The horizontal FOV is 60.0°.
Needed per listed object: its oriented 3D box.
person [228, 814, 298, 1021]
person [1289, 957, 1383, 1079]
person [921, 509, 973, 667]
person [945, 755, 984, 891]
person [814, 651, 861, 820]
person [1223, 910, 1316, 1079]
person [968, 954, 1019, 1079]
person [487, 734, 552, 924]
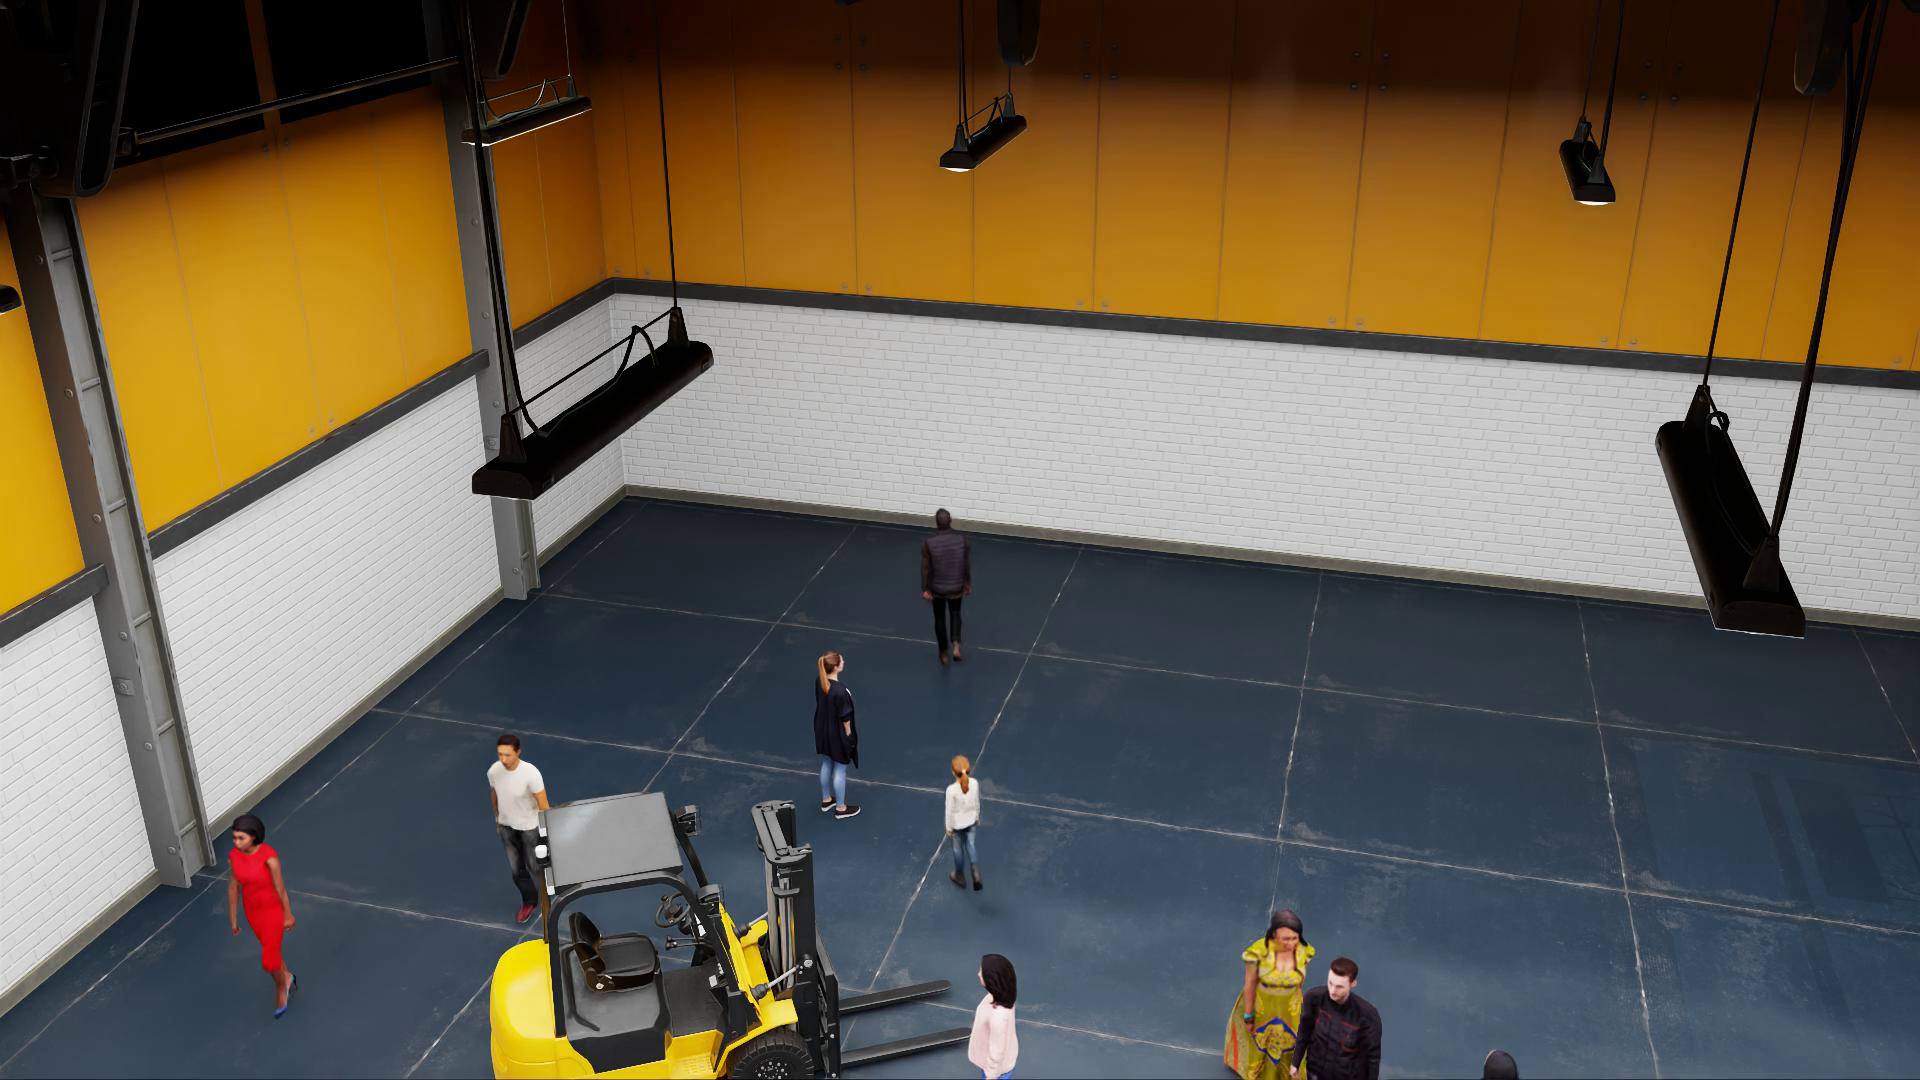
[{"bbox_3d":[-5.297,2.829,12.806,0.599,1.730,0.649,5,24,11],"label":"person"},{"bbox_3d":[2.523,3.525,11.050,1.022,1.861,1.275,18,29,36],"label":"person"},{"bbox_3d":[-0.127,0.553,17.898,0.868,1.822,0.912,-4,24,-8],"label":"person"},{"bbox_3d":[0.054,2.451,14.197,0.714,1.307,0.797,-11,26,-23],"label":"person"},{"bbox_3d":[-1.161,1.773,15.279,0.741,1.684,0.719,-19,30,-37],"label":"person"},{"bbox_3d":[2.195,3.291,11.891,1.097,1.616,1.331,-3,24,-7],"label":"person"},{"bbox_3d":[0.253,3.523,11.172,0.731,1.768,0.509,4,24,8],"label":"person"},{"bbox_3d":[-3.624,2.323,13.912,0.644,1.771,0.834,6,24,13],"label":"person"}]
